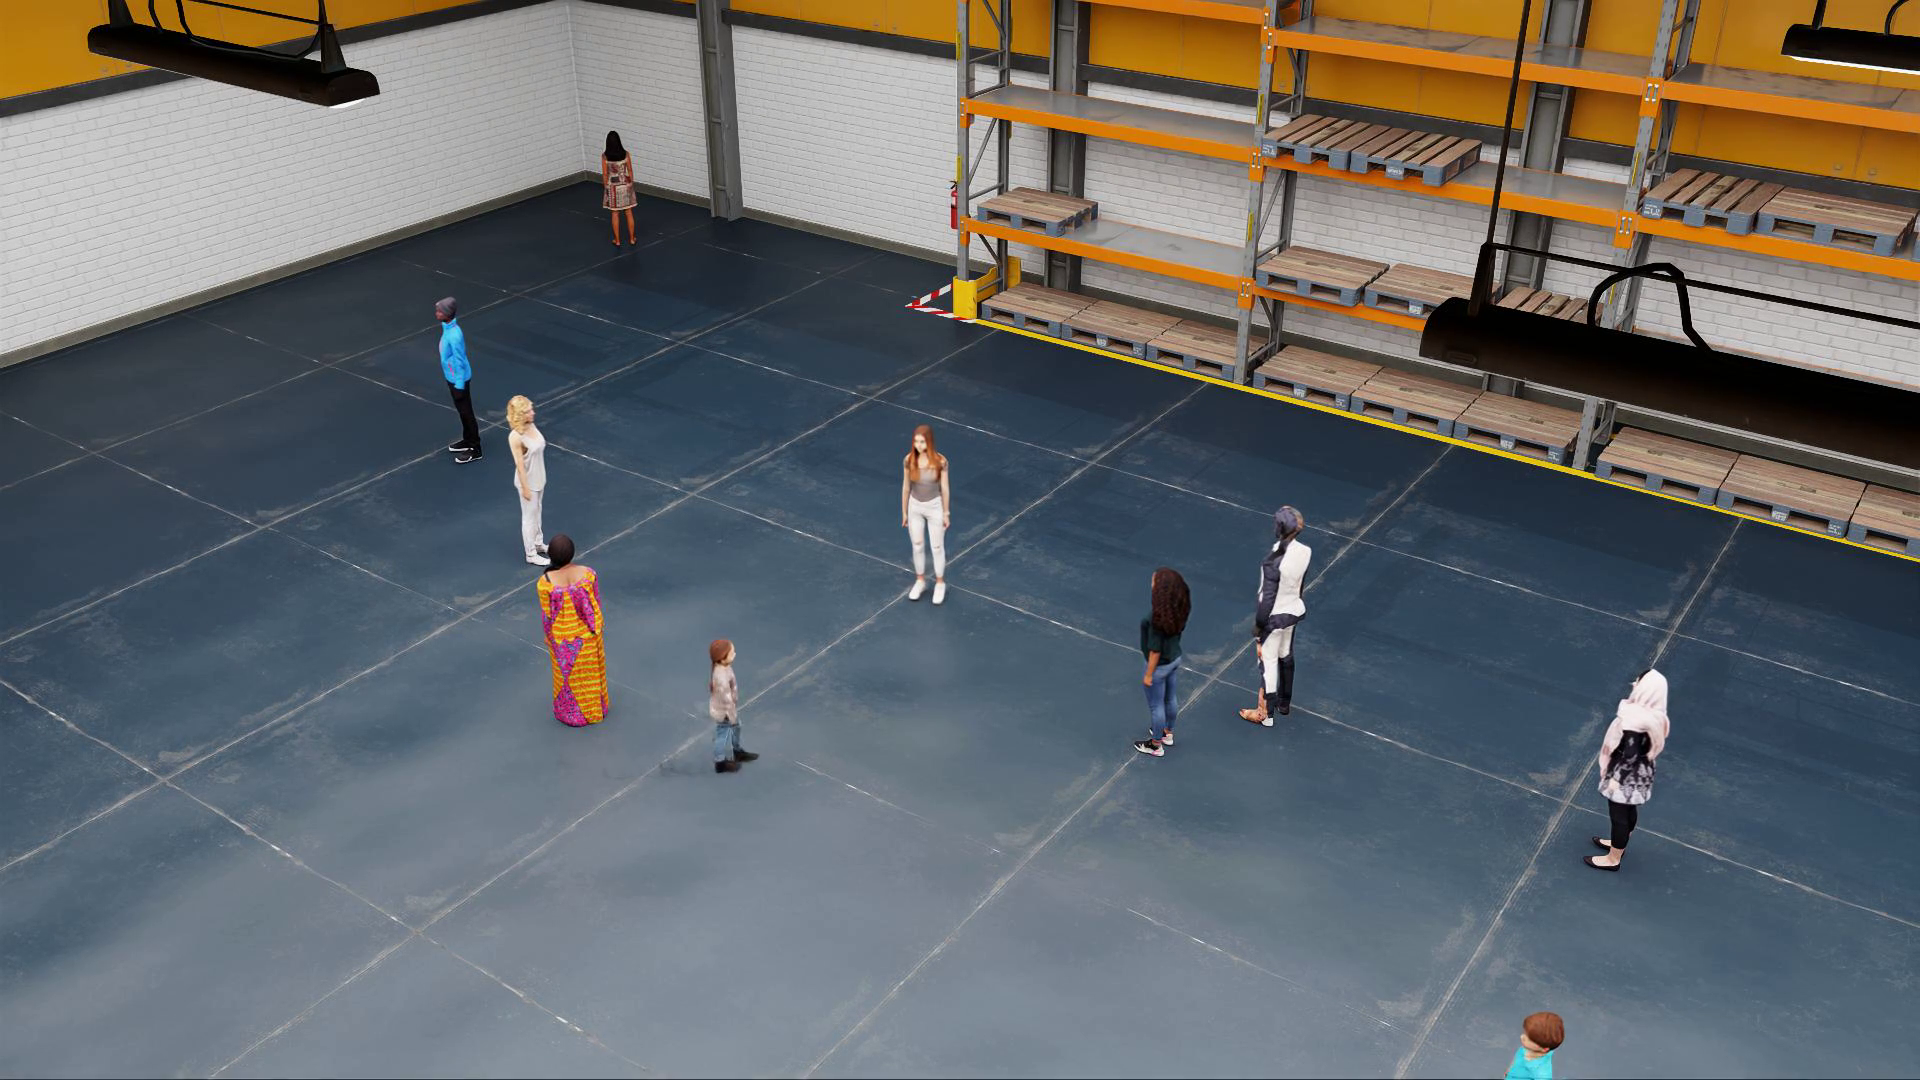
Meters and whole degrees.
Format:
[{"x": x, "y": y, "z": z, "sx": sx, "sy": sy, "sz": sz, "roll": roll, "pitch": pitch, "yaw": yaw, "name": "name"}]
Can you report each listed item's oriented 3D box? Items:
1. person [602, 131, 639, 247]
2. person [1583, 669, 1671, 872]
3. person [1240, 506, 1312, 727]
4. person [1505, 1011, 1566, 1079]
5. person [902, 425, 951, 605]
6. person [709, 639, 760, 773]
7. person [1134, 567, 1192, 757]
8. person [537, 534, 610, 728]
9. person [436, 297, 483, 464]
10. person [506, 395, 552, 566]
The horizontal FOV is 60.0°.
[{"x": -4.890, "y": -5.050, "z": 23.832, "sx": 0.724, "sy": 1.645, "sz": 0.734, "roll": -10, "pitch": 30, "yaw": -18, "name": "person"}, {"x": 4.698, "y": 1.599, "z": 11.650, "sx": 0.608, "sy": 1.638, "sz": 0.618, "roll": 18, "pitch": 33, "yaw": 29, "name": "person"}, {"x": 2.529, "y": 0.602, "z": 13.214, "sx": 0.739, "sy": 1.891, "sz": 0.662, "roll": -24, "pitch": 37, "yaw": -36, "name": "person"}, {"x": 3.141, "y": 3.122, "z": 9.077, "sx": 0.982, "sy": 1.429, "sz": 0.728, "roll": 7, "pitch": 29, "yaw": 13, "name": "person"}, {"x": -0.295, "y": -0.254, "z": 14.965, "sx": 0.577, "sy": 1.718, "sz": 0.717, "roll": 7, "pitch": 29, "yaw": 12, "name": "person"}, {"x": -1.857, "y": 1.275, "z": 12.715, "sx": 0.701, "sy": 1.188, "sz": 0.641, "roll": -4, "pitch": 29, "yaw": -8, "name": "person"}, {"x": 1.568, "y": 0.938, "z": 12.885, "sx": 0.601, "sy": 1.616, "sz": 0.609, "roll": 22, "pitch": 36, "yaw": 35, "name": "person"}, {"x": -3.108, "y": 0.684, "z": 13.283, "sx": 0.769, "sy": 1.682, "sz": 0.803, "roll": -13, "pitch": 31, "yaw": -23, "name": "person"}, {"x": -5.283, "y": -1.707, "z": 17.548, "sx": 0.751, "sy": 1.794, "sz": 0.633, "roll": -15, "pitch": 32, "yaw": -25, "name": "person"}, {"x": -4.043, "y": -0.580, "z": 15.612, "sx": 0.682, "sy": 1.671, "sz": 0.672, "roll": 4, "pitch": 29, "yaw": 7, "name": "person"}]
